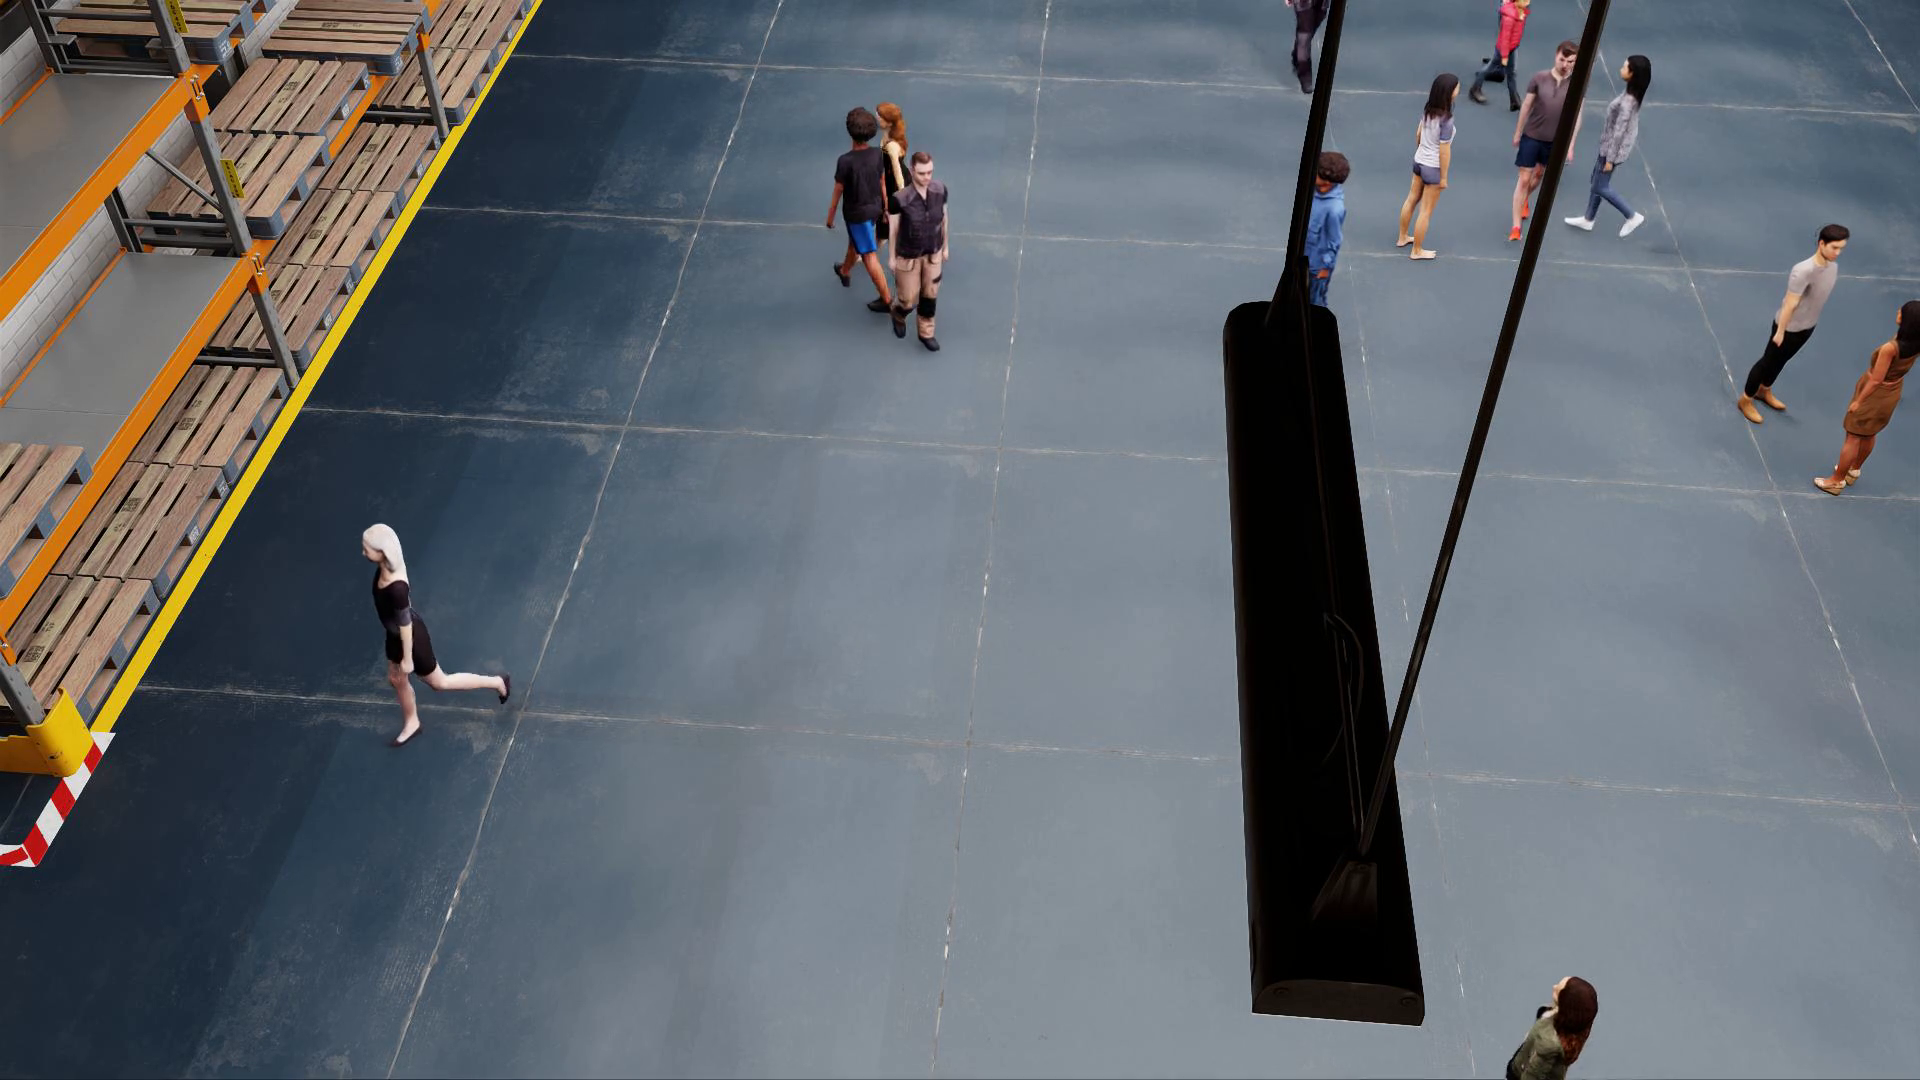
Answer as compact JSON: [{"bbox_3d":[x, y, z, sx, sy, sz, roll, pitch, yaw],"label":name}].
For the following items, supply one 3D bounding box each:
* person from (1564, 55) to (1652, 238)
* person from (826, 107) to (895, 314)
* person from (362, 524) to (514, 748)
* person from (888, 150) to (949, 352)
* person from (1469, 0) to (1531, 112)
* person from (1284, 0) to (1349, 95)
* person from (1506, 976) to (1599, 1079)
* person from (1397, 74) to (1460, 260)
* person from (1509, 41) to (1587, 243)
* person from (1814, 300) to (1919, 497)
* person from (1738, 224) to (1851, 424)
[{"bbox_3d":[5.879,-3.439,14.706,0.923,1.713,0.951,24,49,23],"label":"person"},{"bbox_3d":[-0.767,-2.687,13.894,1.153,1.744,1.209,-30,51,-28],"label":"person"},{"bbox_3d":[-3.341,0.601,10.400,1.081,1.803,1.091,-24,49,-23],"label":"person"},{"bbox_3d":[-0.376,-2.381,13.515,0.860,1.824,0.905,-19,47,-19],"label":"person"},{"bbox_3d":[5.375,-4.916,16.570,0.898,1.281,0.949,-31,52,-28],"label":"person"},{"bbox_3d":[3.543,-5.536,16.837,0.972,1.809,1.197,-10,45,-10],"label":"person"},{"bbox_3d":[3.008,2.698,8.448,0.944,1.459,0.932,32,52,29],"label":"person"},{"bbox_3d":[4.103,-3.268,14.511,0.716,1.734,0.586,-13,45,-14],"label":"person"},{"bbox_3d":[5.214,-3.617,14.823,0.798,1.809,1.183,9,44,10],"label":"person"},{"bbox_3d":[6.717,-1.041,12.206,0.650,1.689,0.690,-25,49,-24],"label":"person"},{"bbox_3d":[6.475,-1.705,12.883,0.687,1.717,0.718,-24,48,-23],"label":"person"}]
